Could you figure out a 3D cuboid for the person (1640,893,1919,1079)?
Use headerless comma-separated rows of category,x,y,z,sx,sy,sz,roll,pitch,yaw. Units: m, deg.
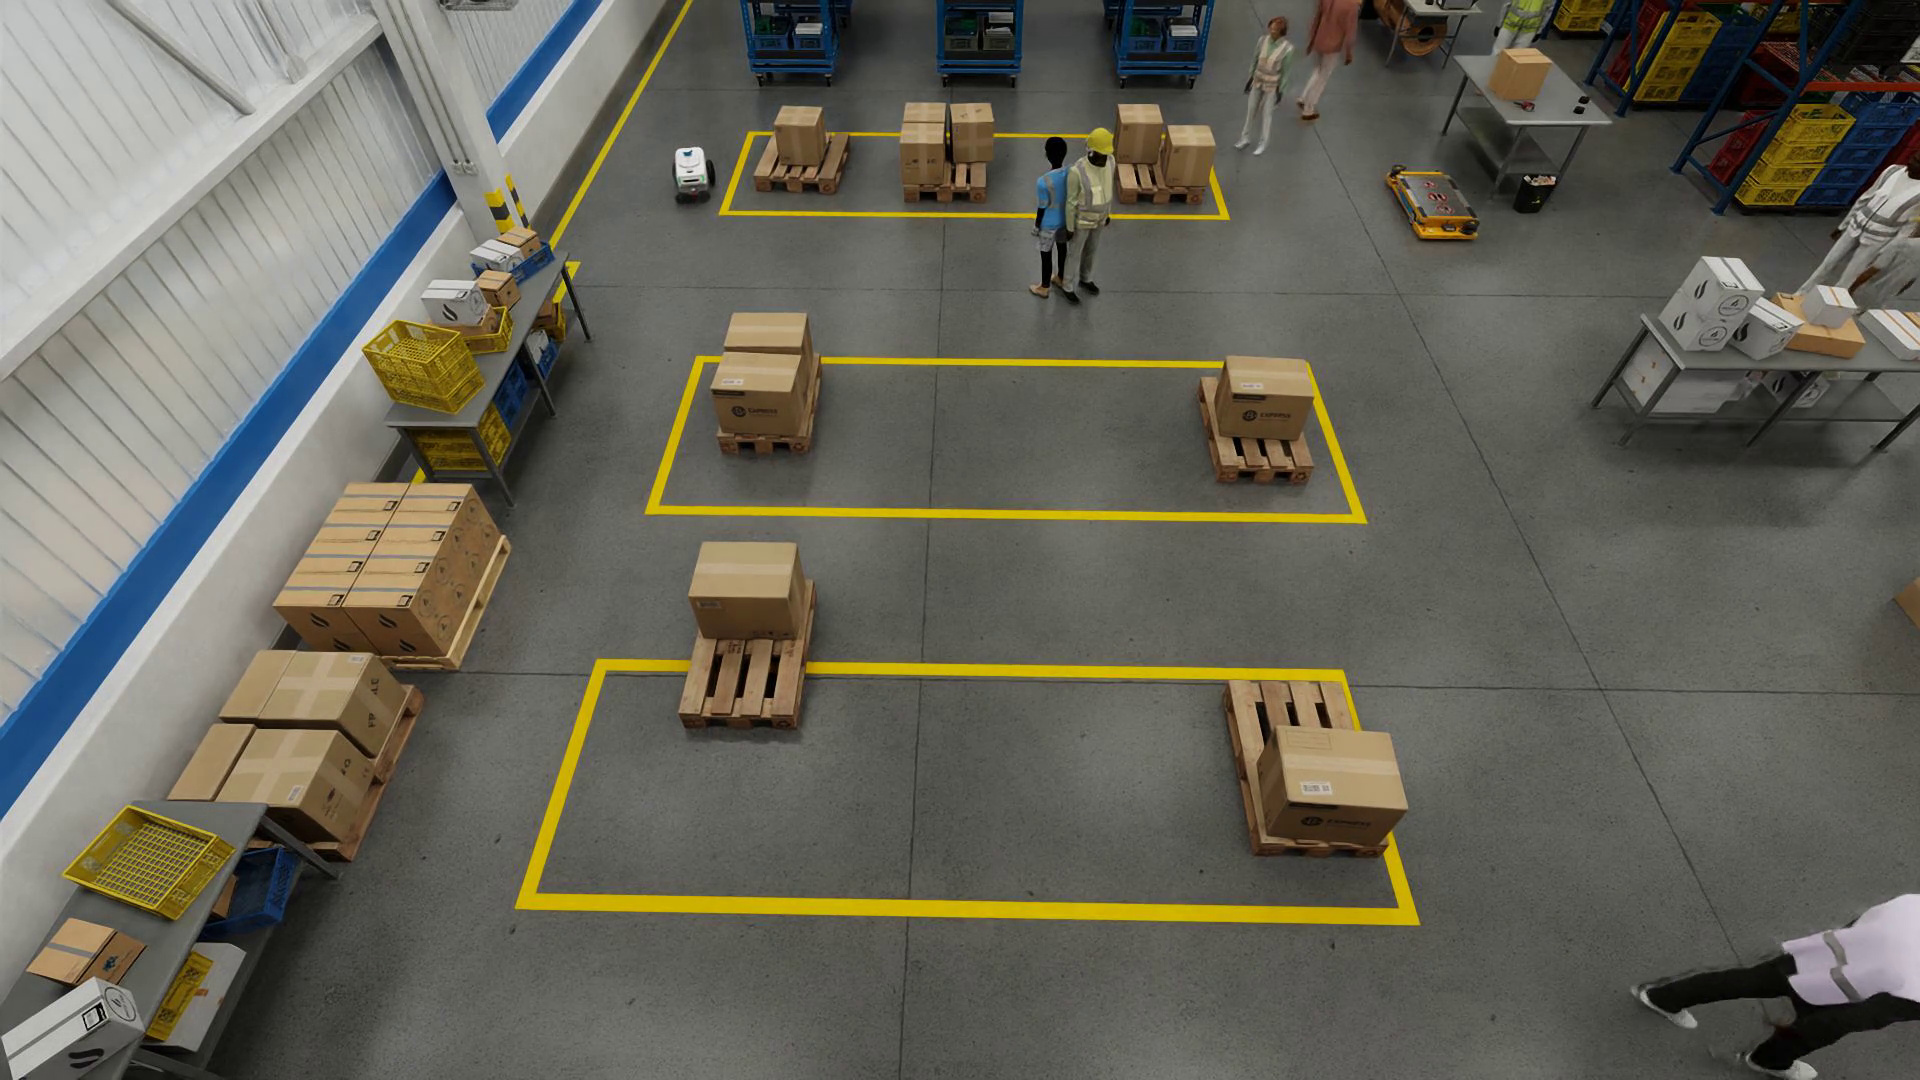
person,4.347,2.224,4.543,0.942,1.866,0.617,18,51,15

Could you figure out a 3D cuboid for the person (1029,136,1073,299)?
person,0.959,-3.287,9.442,0.529,1.668,0.321,-32,56,-25

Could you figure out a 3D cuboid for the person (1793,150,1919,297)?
person,8.954,-2.998,9.052,0.358,1.881,0.574,-11,50,-9

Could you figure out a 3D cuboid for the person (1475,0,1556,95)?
person,7.703,-7.067,12.608,0.627,1.836,0.430,19,52,16

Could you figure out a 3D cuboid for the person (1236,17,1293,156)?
person,3.859,-5.722,11.579,0.338,1.624,0.528,-34,57,-26

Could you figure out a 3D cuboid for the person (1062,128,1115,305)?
person,1.319,-3.291,9.340,0.600,1.827,0.404,-31,56,-24

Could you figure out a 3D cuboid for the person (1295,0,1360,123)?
person,4.875,-6.493,12.015,0.448,1.977,0.622,-17,51,-14

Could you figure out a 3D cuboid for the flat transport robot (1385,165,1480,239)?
flat transport robot,5.692,-4.094,11.059,0.652,0.197,1.431,1,49,1

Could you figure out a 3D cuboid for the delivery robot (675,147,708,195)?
delivery robot,-3.285,-4.529,11.189,0.477,0.478,0.707,-9,50,-8

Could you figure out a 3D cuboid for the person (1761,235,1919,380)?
person,8.277,-2.152,8.359,0.686,1.832,0.362,-1,49,-1
